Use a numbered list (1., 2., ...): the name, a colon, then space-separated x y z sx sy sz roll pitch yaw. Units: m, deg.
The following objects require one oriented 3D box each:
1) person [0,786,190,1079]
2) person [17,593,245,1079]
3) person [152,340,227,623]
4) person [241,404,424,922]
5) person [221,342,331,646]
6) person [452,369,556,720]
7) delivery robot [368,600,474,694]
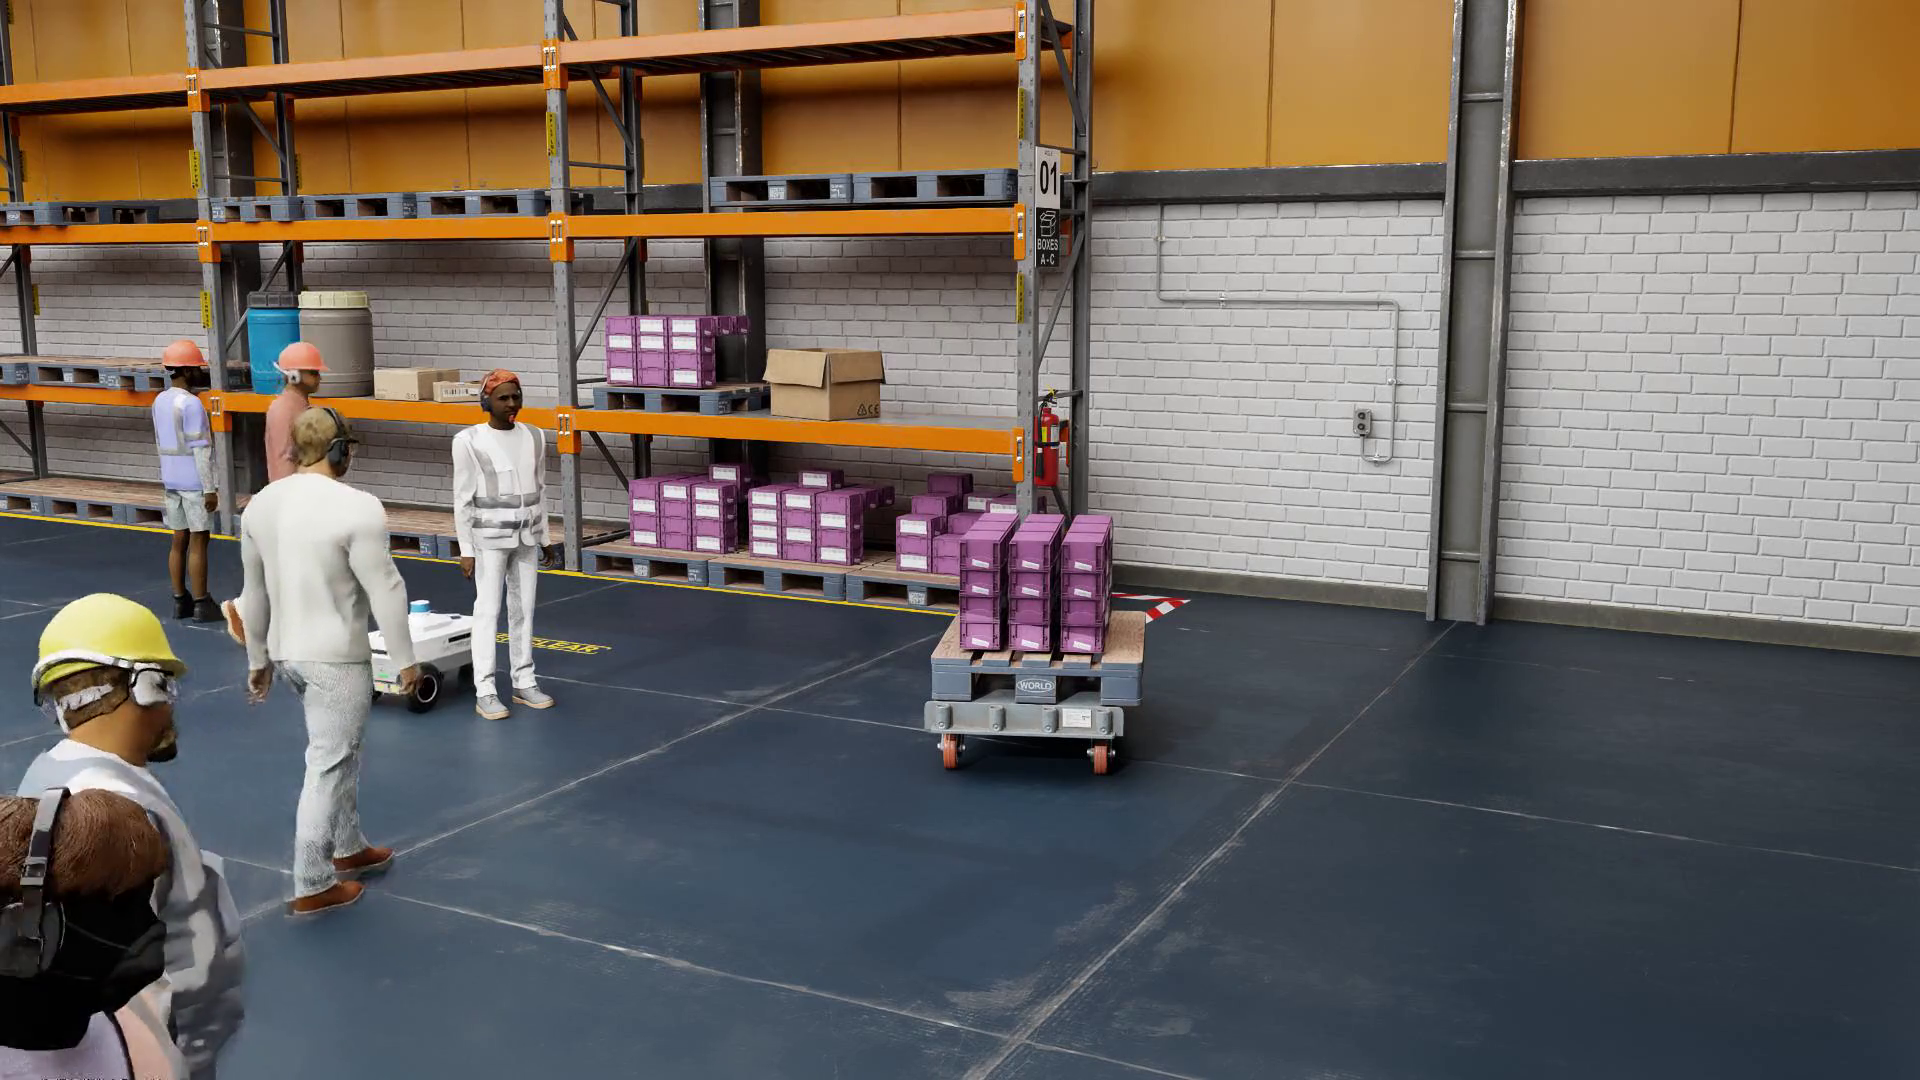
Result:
1. person: -1.215 1.195 2.079 0.976 1.793 0.670 1 9 7
2. person: -1.568 1.014 3.181 0.405 1.794 0.713 -6 11 -33
3. person: -5.276 -0.398 11.418 0.544 1.939 0.354 7 11 36
4. person: -2.338 0.440 6.341 0.639 1.911 0.764 5 11 29
5. person: -4.222 -0.260 10.455 0.763 1.970 0.618 0 9 0
6. person: -2.463 0.017 9.031 0.340 1.879 0.586 8 12 39
7. delivery robot: -3.017 0.583 9.333 0.477 0.478 0.707 5 10 26
